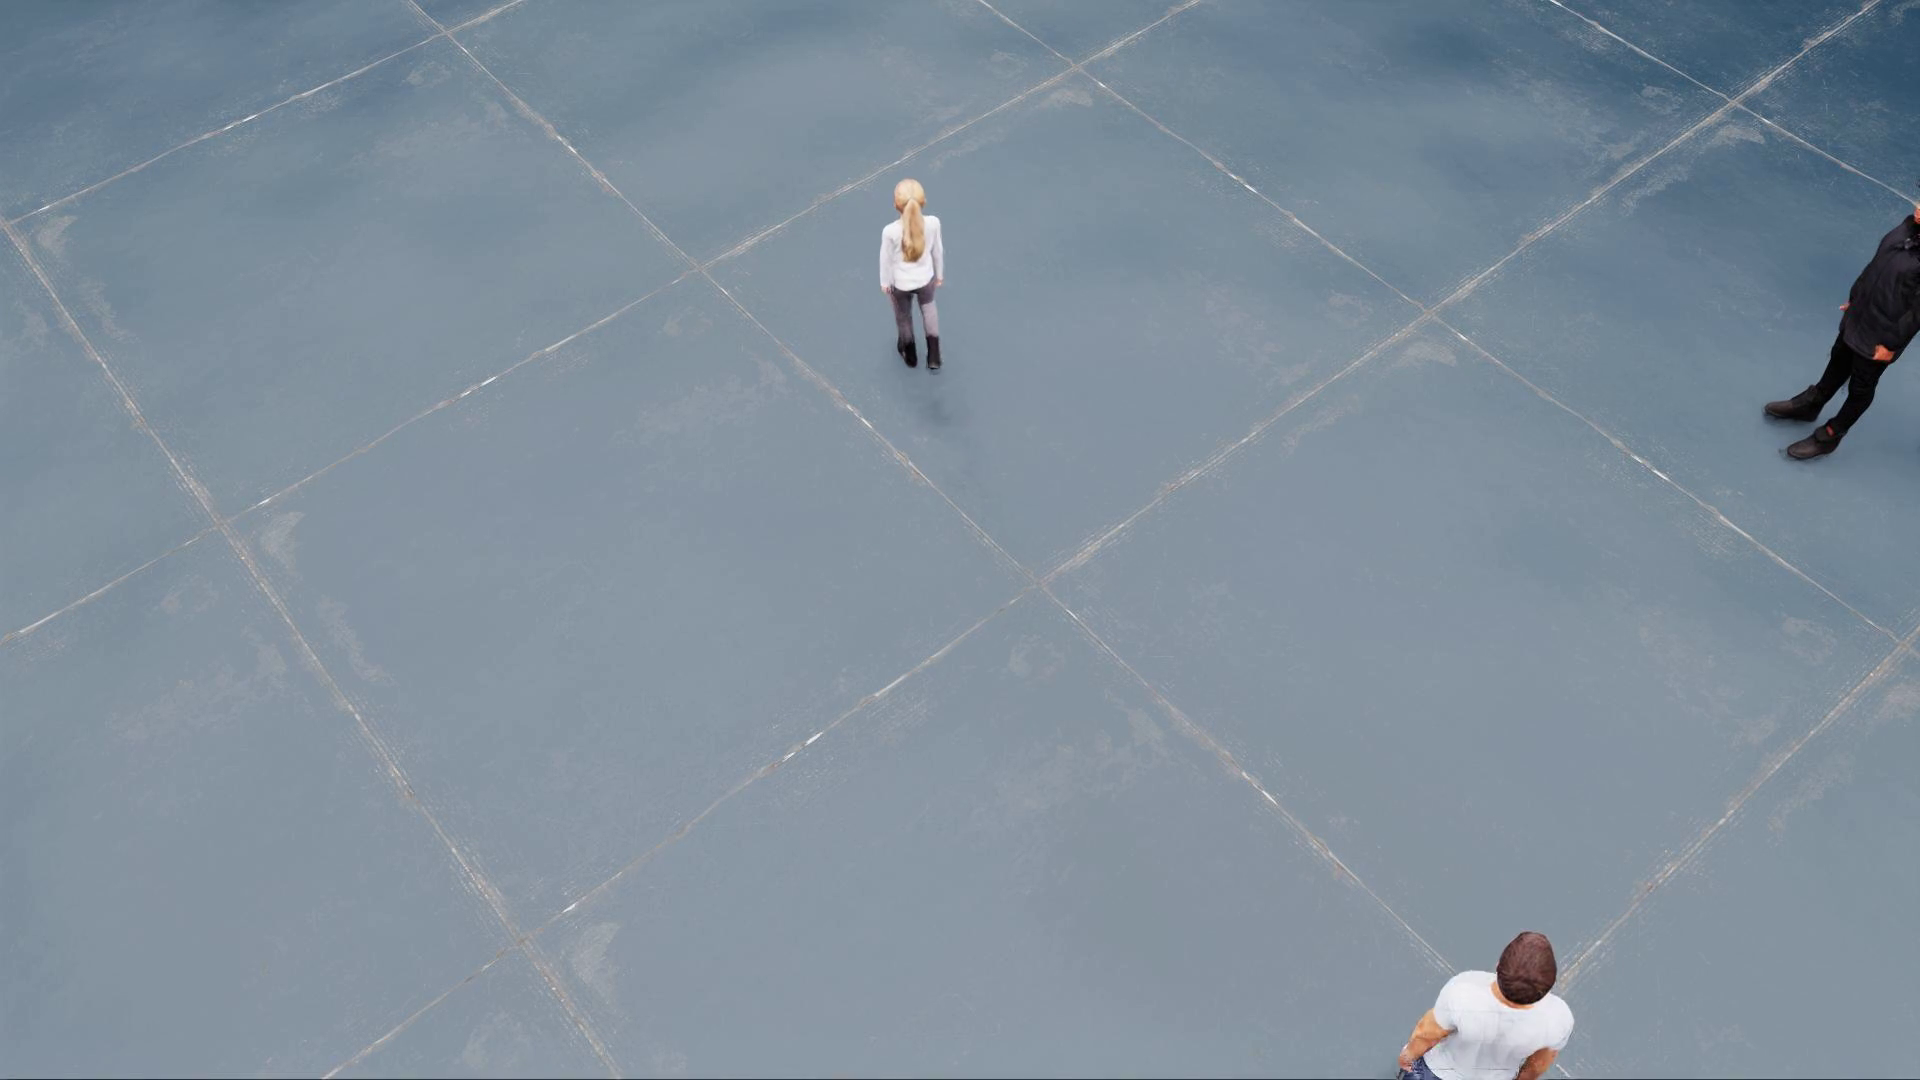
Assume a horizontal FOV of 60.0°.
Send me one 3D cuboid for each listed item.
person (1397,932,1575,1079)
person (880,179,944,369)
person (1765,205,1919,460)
[{"bbox_3d":[1.776,1.929,5.879,0.974,1.848,1.093,10,53,8],"label":"person"},{"bbox_3d":[-0.240,-1.338,8.775,0.650,1.270,0.665,-14,54,-11],"label":"person"},{"bbox_3d":[4.596,-1.113,8.279,0.765,1.778,0.727,-2,52,-2],"label":"person"}]
